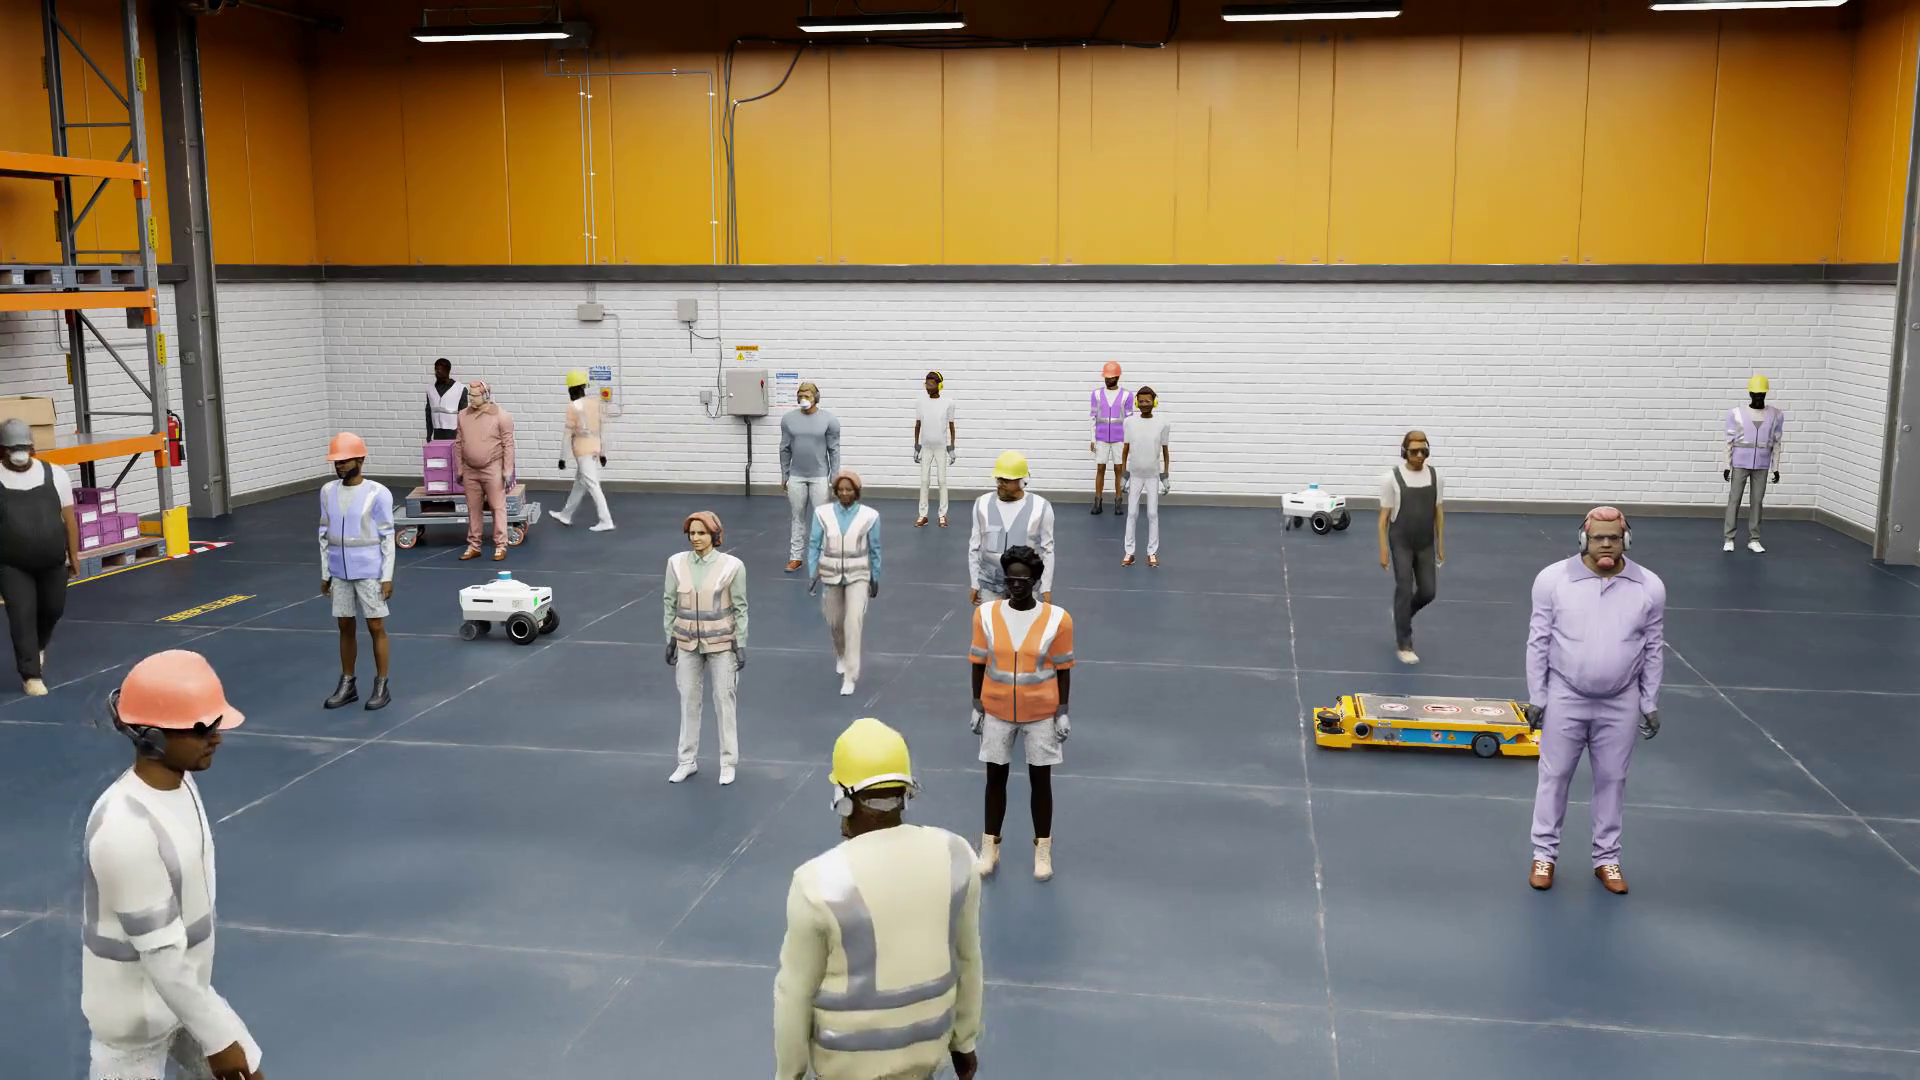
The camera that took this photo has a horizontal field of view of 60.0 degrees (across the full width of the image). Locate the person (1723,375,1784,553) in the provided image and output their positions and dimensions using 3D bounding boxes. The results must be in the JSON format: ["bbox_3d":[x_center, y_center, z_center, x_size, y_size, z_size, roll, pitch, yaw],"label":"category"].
[{"bbox_3d":[8.579,-0.822,18.016,0.585,1.928,0.378,2,9,11],"label":"person"}]

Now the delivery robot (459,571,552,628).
[{"bbox_3d":[-3.756,0.504,13.747,0.707,0.478,0.477,2,9,10],"label":"delivery robot"}]

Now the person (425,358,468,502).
[{"bbox_3d":[-6.717,-1.426,21.808,0.587,1.915,0.394,2,9,11],"label":"person"}]

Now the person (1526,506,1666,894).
[{"bbox_3d":[3.096,0.781,8.134,0.637,1.911,0.403,2,9,11],"label":"person"}]

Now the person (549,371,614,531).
[{"bbox_3d":[-4.490,-1.038,19.517,0.990,1.869,0.597,3,10,18],"label":"person"}]

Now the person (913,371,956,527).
[{"bbox_3d":[-0.307,-1.080,19.822,0.519,1.865,0.331,2,9,11],"label":"person"}]

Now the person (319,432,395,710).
[{"bbox_3d":[-4.191,0.217,11.535,0.542,1.939,0.369,2,9,11],"label":"person"}]

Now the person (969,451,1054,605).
[{"bbox_3d":[0.344,0.293,11.420,0.587,1.826,0.404,2,9,11],"label":"person"}]

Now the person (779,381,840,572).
[{"bbox_3d":[-1.519,-0.632,16.806,0.627,1.941,0.374,2,9,11],"label":"person"}]

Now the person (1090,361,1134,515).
[{"bbox_3d":[1.888,-1.271,20.796,0.542,1.931,0.376,2,9,11],"label":"person"}]

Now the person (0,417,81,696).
[{"bbox_3d":[-6.849,0.063,12.179,0.676,2.000,0.892,-9,13,-44],"label":"person"}]

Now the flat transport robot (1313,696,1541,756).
[{"bbox_3d":[3.023,1.179,10.728,1.431,0.197,0.652,2,9,10],"label":"flat transport robot"}]

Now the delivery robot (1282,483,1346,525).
[{"bbox_3d":[4.142,-0.422,19.494,0.707,0.478,0.477,8,12,42],"label":"delivery robot"}]

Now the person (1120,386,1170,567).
[{"bbox_3d":[1.905,-0.652,17.141,0.519,1.874,0.331,2,9,11],"label":"person"}]

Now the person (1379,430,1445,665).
[{"bbox_3d":[3.512,0.034,13.025,0.524,1.825,0.591,-2,9,-10],"label":"person"}]

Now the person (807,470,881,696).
[{"bbox_3d":[-0.832,0.273,12.216,0.522,1.608,0.786,1,9,5],"label":"person"}]

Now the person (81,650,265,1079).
[{"bbox_3d":[-2.117,1.290,4.670,0.957,1.996,0.614,-1,9,-7],"label":"person"}]

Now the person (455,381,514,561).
[{"bbox_3d":[-5.014,-0.722,17.482,0.637,1.904,0.403,2,9,11],"label":"person"}]

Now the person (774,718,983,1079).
[{"bbox_3d":[-0.233,1.395,4.616,0.609,1.811,0.421,-7,12,-37],"label":"person"}]

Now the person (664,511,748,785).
[{"bbox_3d":[-1.506,0.635,9.862,0.513,1.642,0.313,2,9,11],"label":"person"}]

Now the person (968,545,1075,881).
[{"bbox_3d":[0.300,0.858,8.305,0.530,1.697,0.322,2,9,11],"label":"person"}]
